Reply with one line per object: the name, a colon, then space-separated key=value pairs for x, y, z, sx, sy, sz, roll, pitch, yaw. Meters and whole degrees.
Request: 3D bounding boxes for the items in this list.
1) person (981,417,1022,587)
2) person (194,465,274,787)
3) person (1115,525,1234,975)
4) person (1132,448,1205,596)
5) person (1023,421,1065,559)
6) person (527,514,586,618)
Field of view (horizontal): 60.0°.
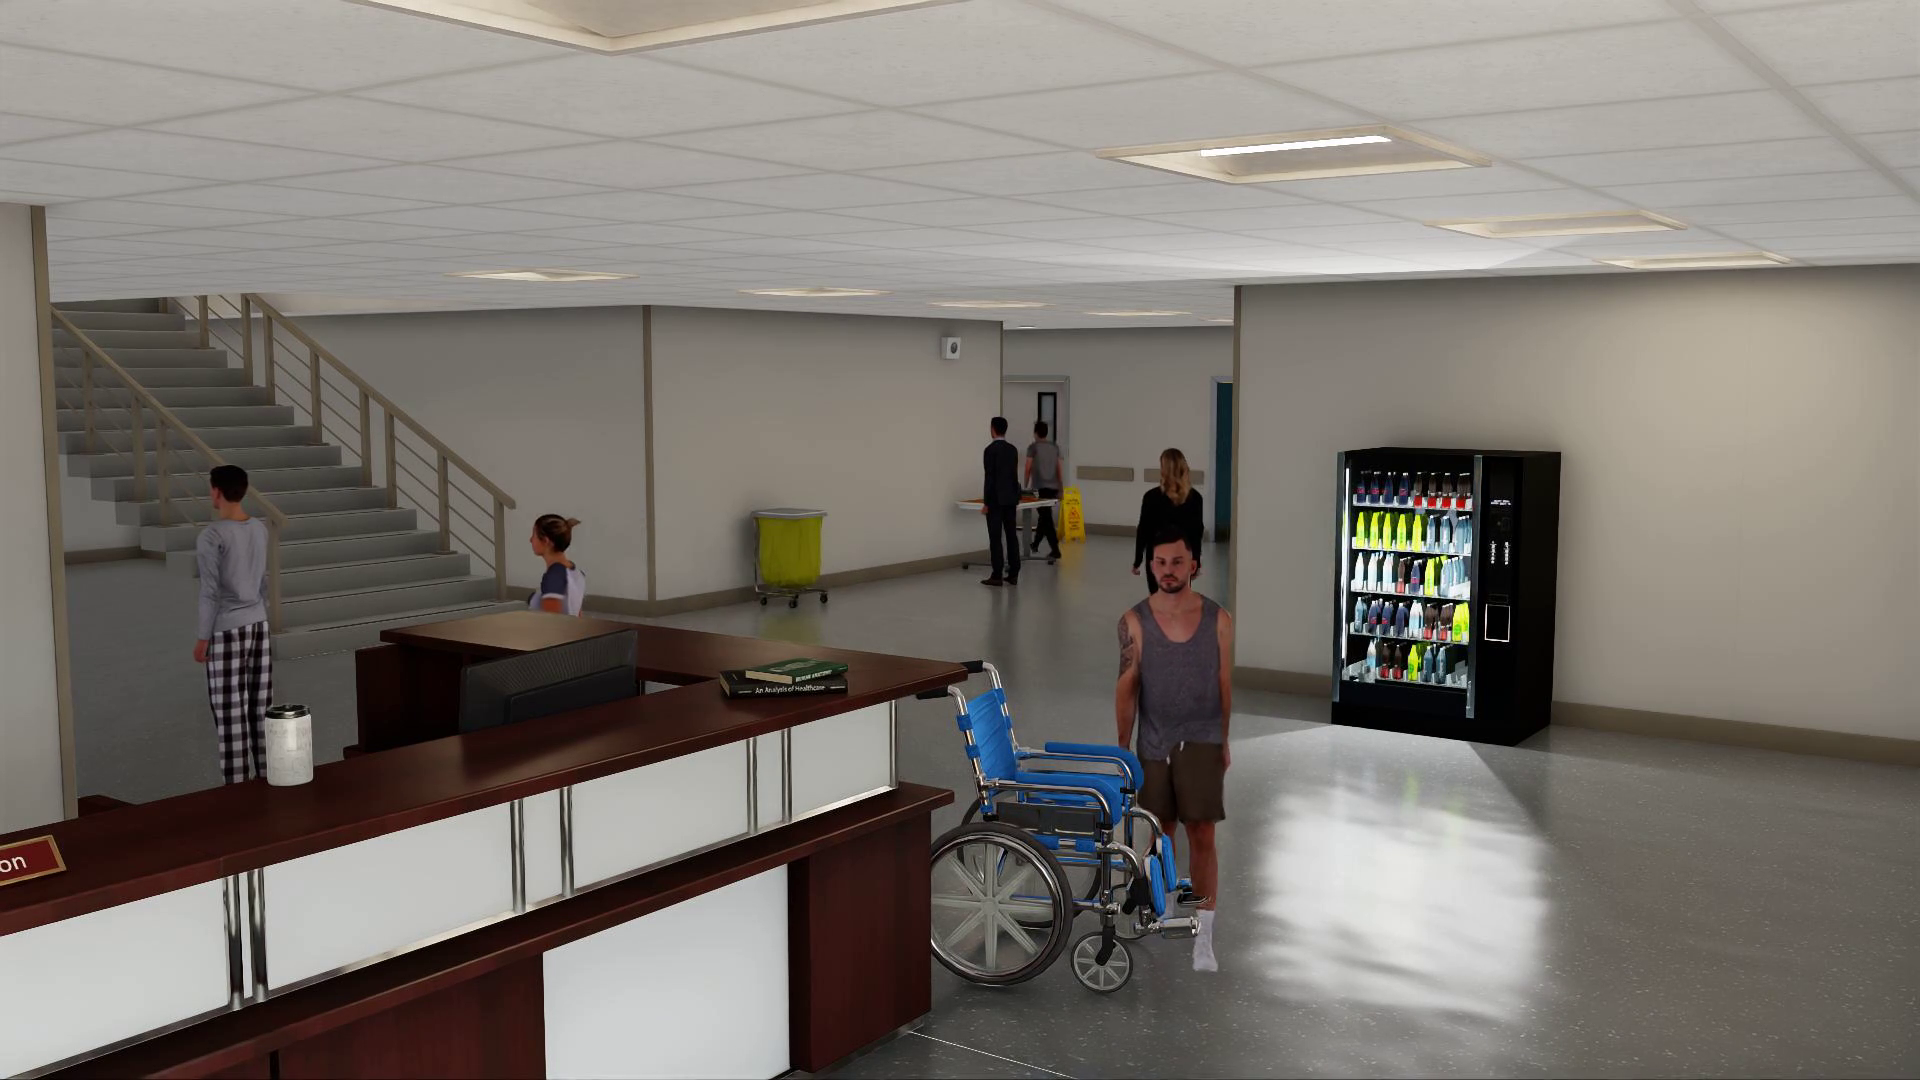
person: x=0.443 y=-0.433 z=18.428 sx=0.695 sy=1.866 sz=0.668 roll=-5 pitch=7 yaw=-40
person: x=-4.008 y=0.503 z=9.228 sx=0.616 sy=1.847 sz=0.673 roll=2 pitch=6 yaw=21
person: x=0.915 y=0.842 z=6.927 sx=1.062 sy=1.796 sz=0.983 roll=1 pitch=6 yaw=9
person: x=1.573 y=0.245 z=12.130 sx=0.856 sy=1.778 sz=0.936 roll=-2 pitch=6 yaw=-20
person: x=1.095 y=-0.589 z=20.779 sx=0.895 sy=1.707 sz=1.233 roll=-4 pitch=7 yaw=-32
person: x=-2.030 y=0.672 z=8.691 sx=0.723 sy=1.617 sz=0.684 roll=0 pitch=6 yaw=4
